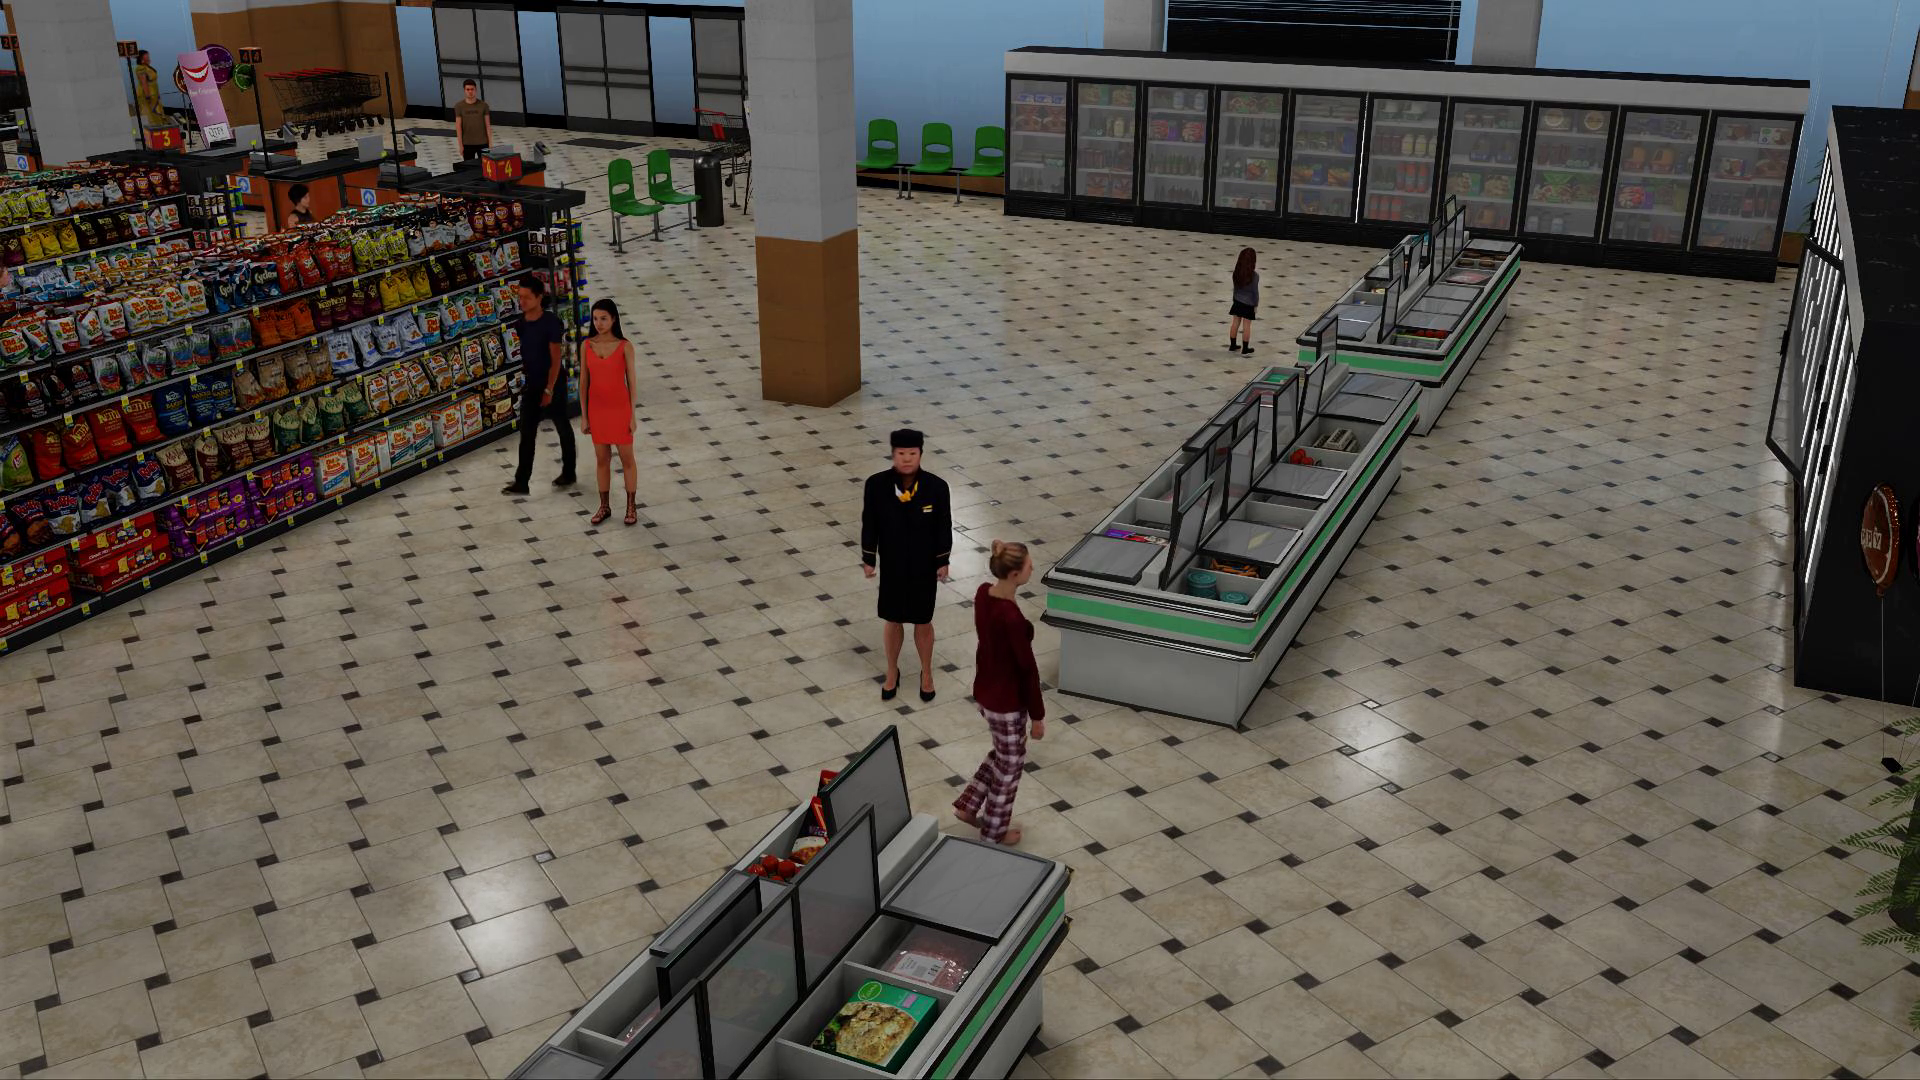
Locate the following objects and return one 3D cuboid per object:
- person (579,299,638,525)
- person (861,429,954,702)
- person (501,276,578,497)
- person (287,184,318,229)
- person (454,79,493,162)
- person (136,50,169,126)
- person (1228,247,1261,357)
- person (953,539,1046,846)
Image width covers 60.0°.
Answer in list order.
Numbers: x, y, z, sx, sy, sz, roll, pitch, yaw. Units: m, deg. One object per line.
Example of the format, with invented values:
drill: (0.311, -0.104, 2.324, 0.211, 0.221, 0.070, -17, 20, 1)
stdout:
person: (-2.629, -0.963, 12.516, 0.658, 1.719, 0.649, 1, 22, 3)
person: (-0.303, 0.148, 9.810, 0.776, 1.675, 0.749, 2, 22, 5)
person: (-3.204, -1.233, 13.133, 0.631, 1.759, 0.944, 10, 24, 23)
person: (-7.057, -2.982, 17.736, 0.802, 1.572, 0.903, 3, 22, 9)
person: (-7.120, -5.819, 24.424, 0.731, 1.852, 0.806, -9, 24, -22)
person: (-14.785, -8.086, 30.323, 1.060, 1.658, 0.969, -5, 22, -11)
person: (2.914, -2.458, 17.059, 0.533, 1.105, 0.521, -20, 29, -40)
person: (0.138, 0.787, 8.198, 0.857, 1.691, 0.805, -10, 24, -24)
